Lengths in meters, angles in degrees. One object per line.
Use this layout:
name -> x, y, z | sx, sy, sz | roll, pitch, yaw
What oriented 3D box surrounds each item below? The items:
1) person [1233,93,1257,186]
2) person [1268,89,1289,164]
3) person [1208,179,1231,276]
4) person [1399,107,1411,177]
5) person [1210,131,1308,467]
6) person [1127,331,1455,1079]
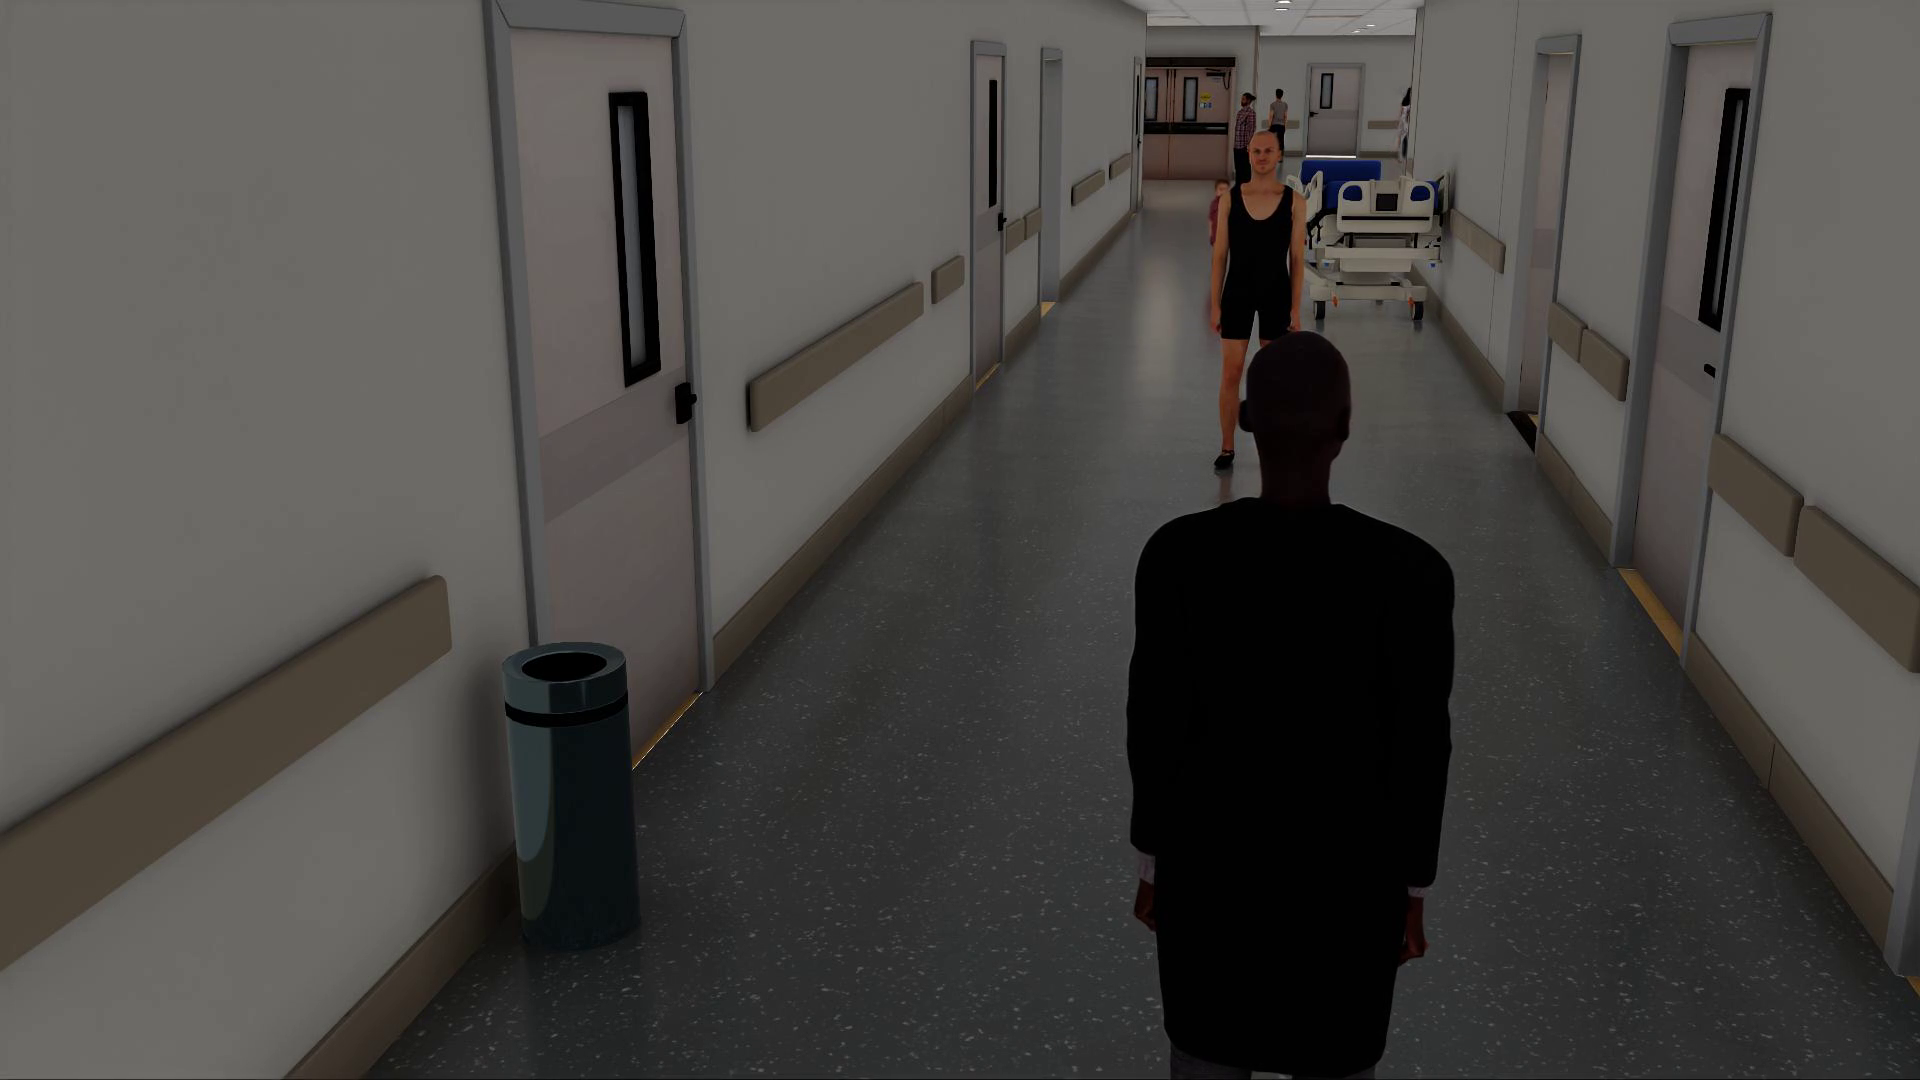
person -> 5.000, -6.982, 29.317 | 0.814, 1.761, 0.792 | -7, 17, -24
person -> 7.604, -9.927, 39.836 | 0.561, 1.723, 0.725 | -2, 16, -7
person -> 2.794, -3.342, 17.785 | 0.440, 1.013, 0.531 | -1, 16, -3
person -> 7.313, -6.065, 26.418 | 0.878, 1.569, 0.724 | -1, 16, -3
person -> 1.620, -1.303, 9.072 | 0.448, 1.816, 0.704 | 2, 16, 7
person -> 0.496, 0.546, 2.614 | 0.526, 1.761, 0.726 | 5, 16, 16
